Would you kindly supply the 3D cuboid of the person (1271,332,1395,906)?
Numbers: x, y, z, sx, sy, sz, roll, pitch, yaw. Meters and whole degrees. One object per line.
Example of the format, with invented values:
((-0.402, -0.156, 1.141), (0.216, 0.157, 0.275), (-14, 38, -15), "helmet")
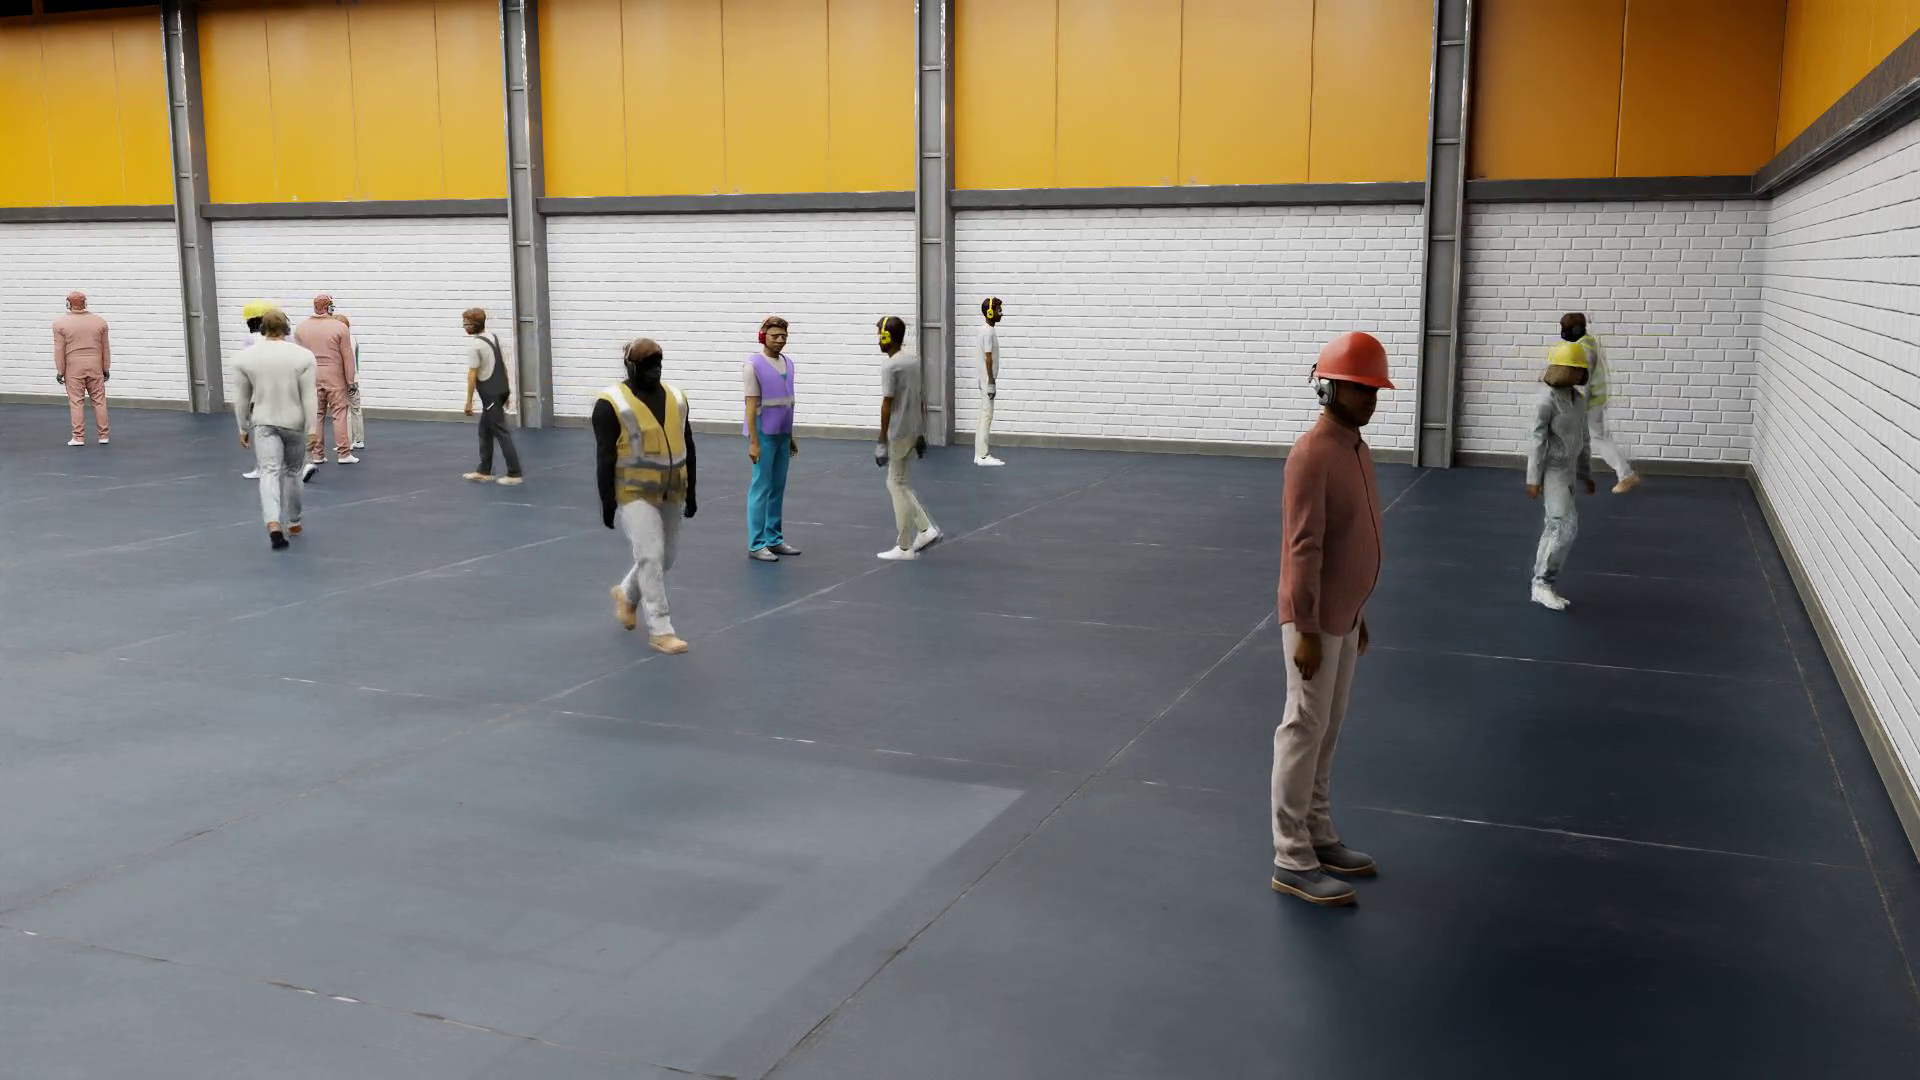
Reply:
((1.321, 0.264, 5.889), (0.392, 1.991, 0.612), (5, 11, 29), "person")

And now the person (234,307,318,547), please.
((-5.451, -0.904, 13.289), (0.635, 1.902, 0.986), (-3, 10, -16), "person")

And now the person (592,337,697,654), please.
((-1.849, -0.280, 9.724), (0.817, 1.814, 0.631), (9, 13, 43), "person")

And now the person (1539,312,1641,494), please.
((6.177, -1.331, 16.211), (0.921, 1.792, 0.657), (2, 10, 13), "person")

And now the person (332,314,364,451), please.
((-7.388, -1.883, 19.967), (0.311, 1.639, 0.521), (3, 10, 16), "person")

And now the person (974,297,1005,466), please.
((0.324, -1.763, 18.545), (0.315, 1.869, 0.526), (-1, 9, -6), "person")

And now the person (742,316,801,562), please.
((-1.444, -0.769, 12.603), (0.375, 1.840, 0.567), (5, 10, 27), "person")

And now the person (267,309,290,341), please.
((-9.428, -2.352, 22.825), (0.500, 1.633, 0.280), (-4, 10, -21), "person")

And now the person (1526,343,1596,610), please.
((3.918, -0.405, 10.762), (0.491, 1.729, 0.480), (-9, 13, -43), "person")

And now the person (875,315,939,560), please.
((-0.452, -0.759, 12.536), (0.409, 1.843, 0.554), (3, 10, 18), "person")

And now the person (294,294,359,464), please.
((-7.069, -1.793, 18.616), (0.651, 1.906, 0.403), (1, 9, 4), "person")

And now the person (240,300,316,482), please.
((-7.006, -1.520, 17.087), (0.963, 1.876, 0.637), (3, 10, 16), "person")

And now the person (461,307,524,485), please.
((-4.786, -1.433, 16.746), (0.775, 1.799, 0.545), (2, 9, 9), "person")

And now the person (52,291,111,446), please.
((-10.845, -2.115, 20.554), (0.409, 1.913, 0.642), (9, 13, 44), "person")
